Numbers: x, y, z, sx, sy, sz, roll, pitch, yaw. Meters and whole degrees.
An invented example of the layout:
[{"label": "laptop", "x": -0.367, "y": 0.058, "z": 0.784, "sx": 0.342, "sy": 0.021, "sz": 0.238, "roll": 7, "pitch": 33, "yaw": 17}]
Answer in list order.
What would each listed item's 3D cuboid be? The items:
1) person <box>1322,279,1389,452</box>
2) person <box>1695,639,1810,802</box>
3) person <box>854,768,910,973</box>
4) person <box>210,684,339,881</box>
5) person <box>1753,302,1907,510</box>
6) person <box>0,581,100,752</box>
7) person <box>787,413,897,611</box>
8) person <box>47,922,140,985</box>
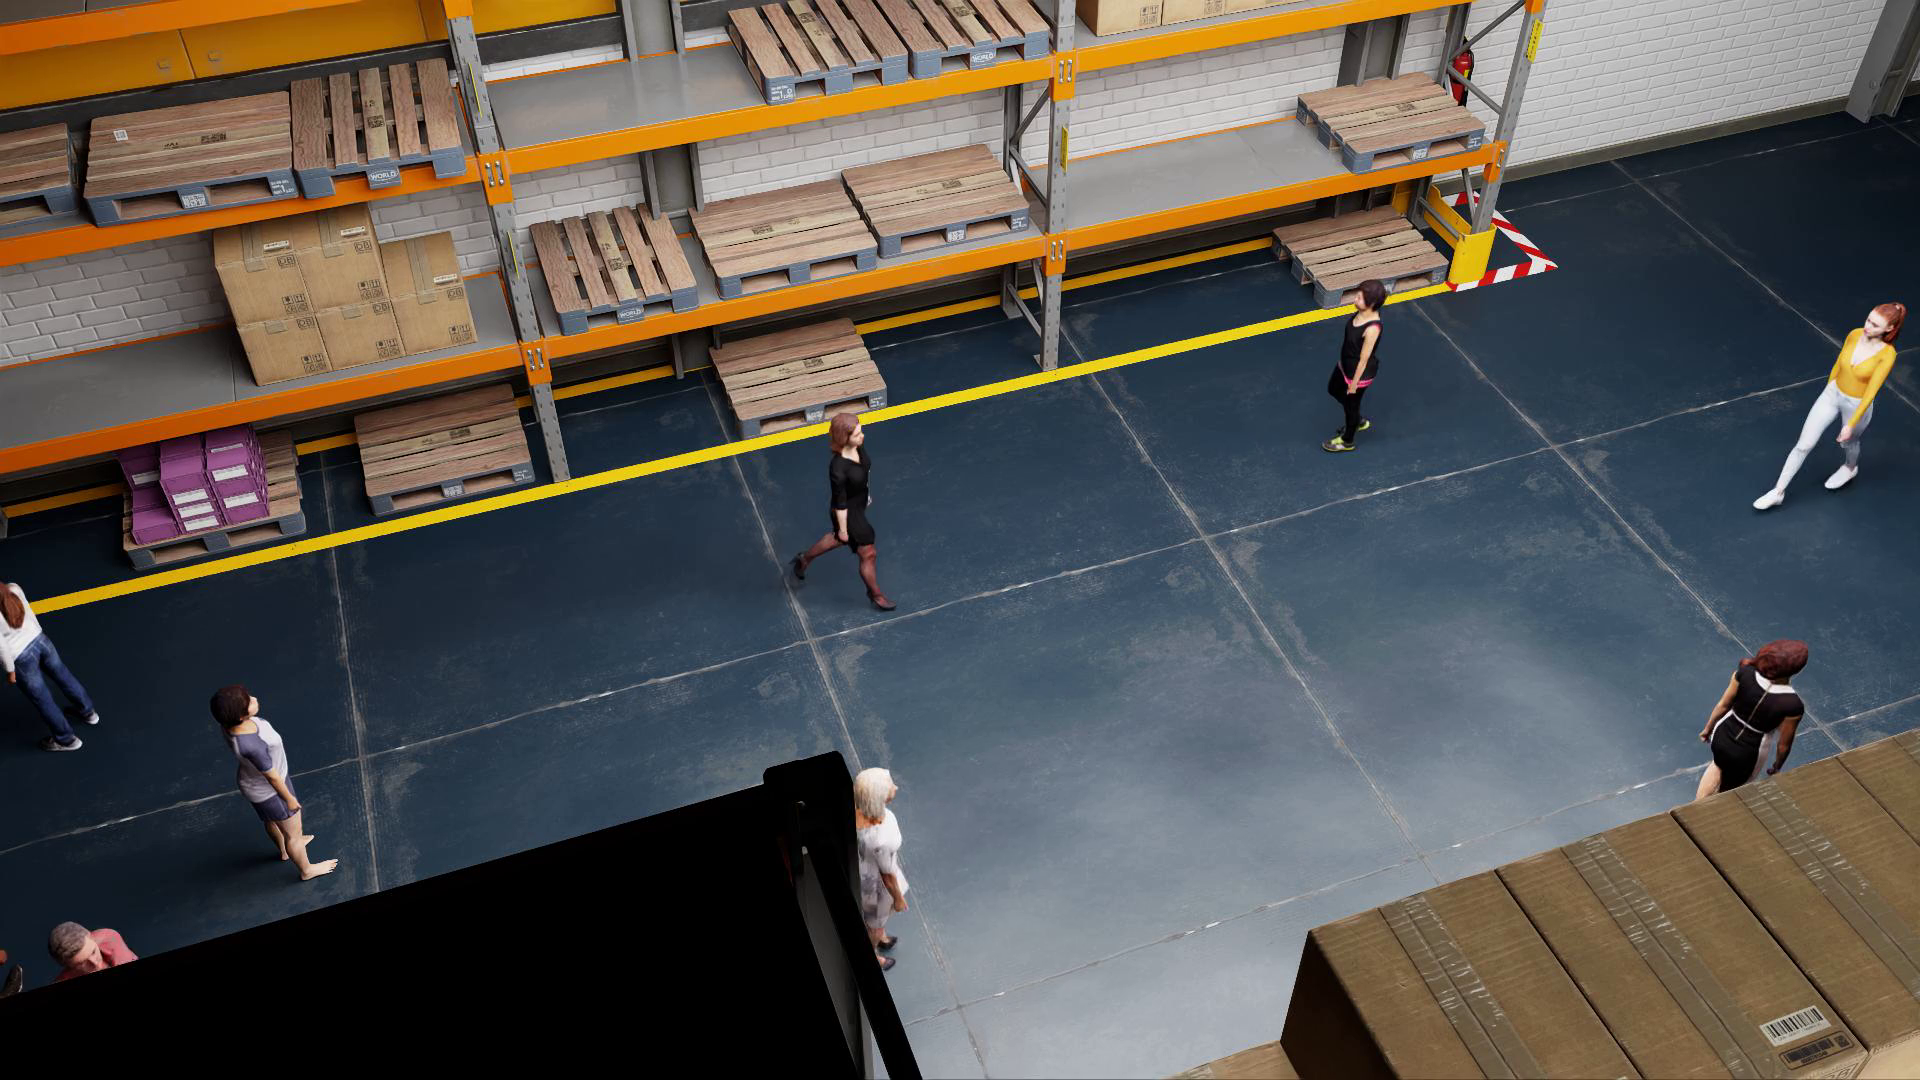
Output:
[{"label": "person", "x": 3.029, "y": -1.293, "z": 12.391, "sx": 0.688, "sy": 1.545, "sz": 0.653, "roll": 2, "pitch": 44, "yaw": 2}, {"label": "person", "x": 4.416, "y": 1.250, "z": 9.549, "sx": 0.686, "sy": 1.784, "sz": 0.675, "roll": -27, "pitch": 50, "yaw": -25}, {"label": "person", "x": -0.536, "y": 1.822, "z": 8.983, "sx": 0.583, "sy": 1.736, "sz": 0.582, "roll": -12, "pitch": 45, "yaw": -12}, {"label": "person", "x": -3.988, "y": 1.382, "z": 9.569, "sx": 0.645, "sy": 1.566, "sz": 0.651, "roll": 34, "pitch": 53, "yaw": 30}, {"label": "person", "x": 6.413, "y": -0.960, "z": 11.922, "sx": 1.220, "sy": 1.709, "sz": 0.719, "roll": -22, "pitch": 48, "yaw": -21}, {"label": "person", "x": -5.777, "y": 0.697, "z": 10.293, "sx": 0.647, "sy": 1.557, "sz": 0.617, "roll": 8, "pitch": 44, "yaw": 9}, {"label": "person", "x": -0.806, "y": -0.189, "z": 11.133, "sx": 1.102, "sy": 1.682, "sz": 0.923, "roll": 8, "pitch": 44, "yaw": 8}, {"label": "person", "x": -4.223, "y": 2.431, "z": 8.296, "sx": 1.192, "sy": 1.802, "sz": 1.069, "roll": 11, "pitch": 45, "yaw": 11}]
